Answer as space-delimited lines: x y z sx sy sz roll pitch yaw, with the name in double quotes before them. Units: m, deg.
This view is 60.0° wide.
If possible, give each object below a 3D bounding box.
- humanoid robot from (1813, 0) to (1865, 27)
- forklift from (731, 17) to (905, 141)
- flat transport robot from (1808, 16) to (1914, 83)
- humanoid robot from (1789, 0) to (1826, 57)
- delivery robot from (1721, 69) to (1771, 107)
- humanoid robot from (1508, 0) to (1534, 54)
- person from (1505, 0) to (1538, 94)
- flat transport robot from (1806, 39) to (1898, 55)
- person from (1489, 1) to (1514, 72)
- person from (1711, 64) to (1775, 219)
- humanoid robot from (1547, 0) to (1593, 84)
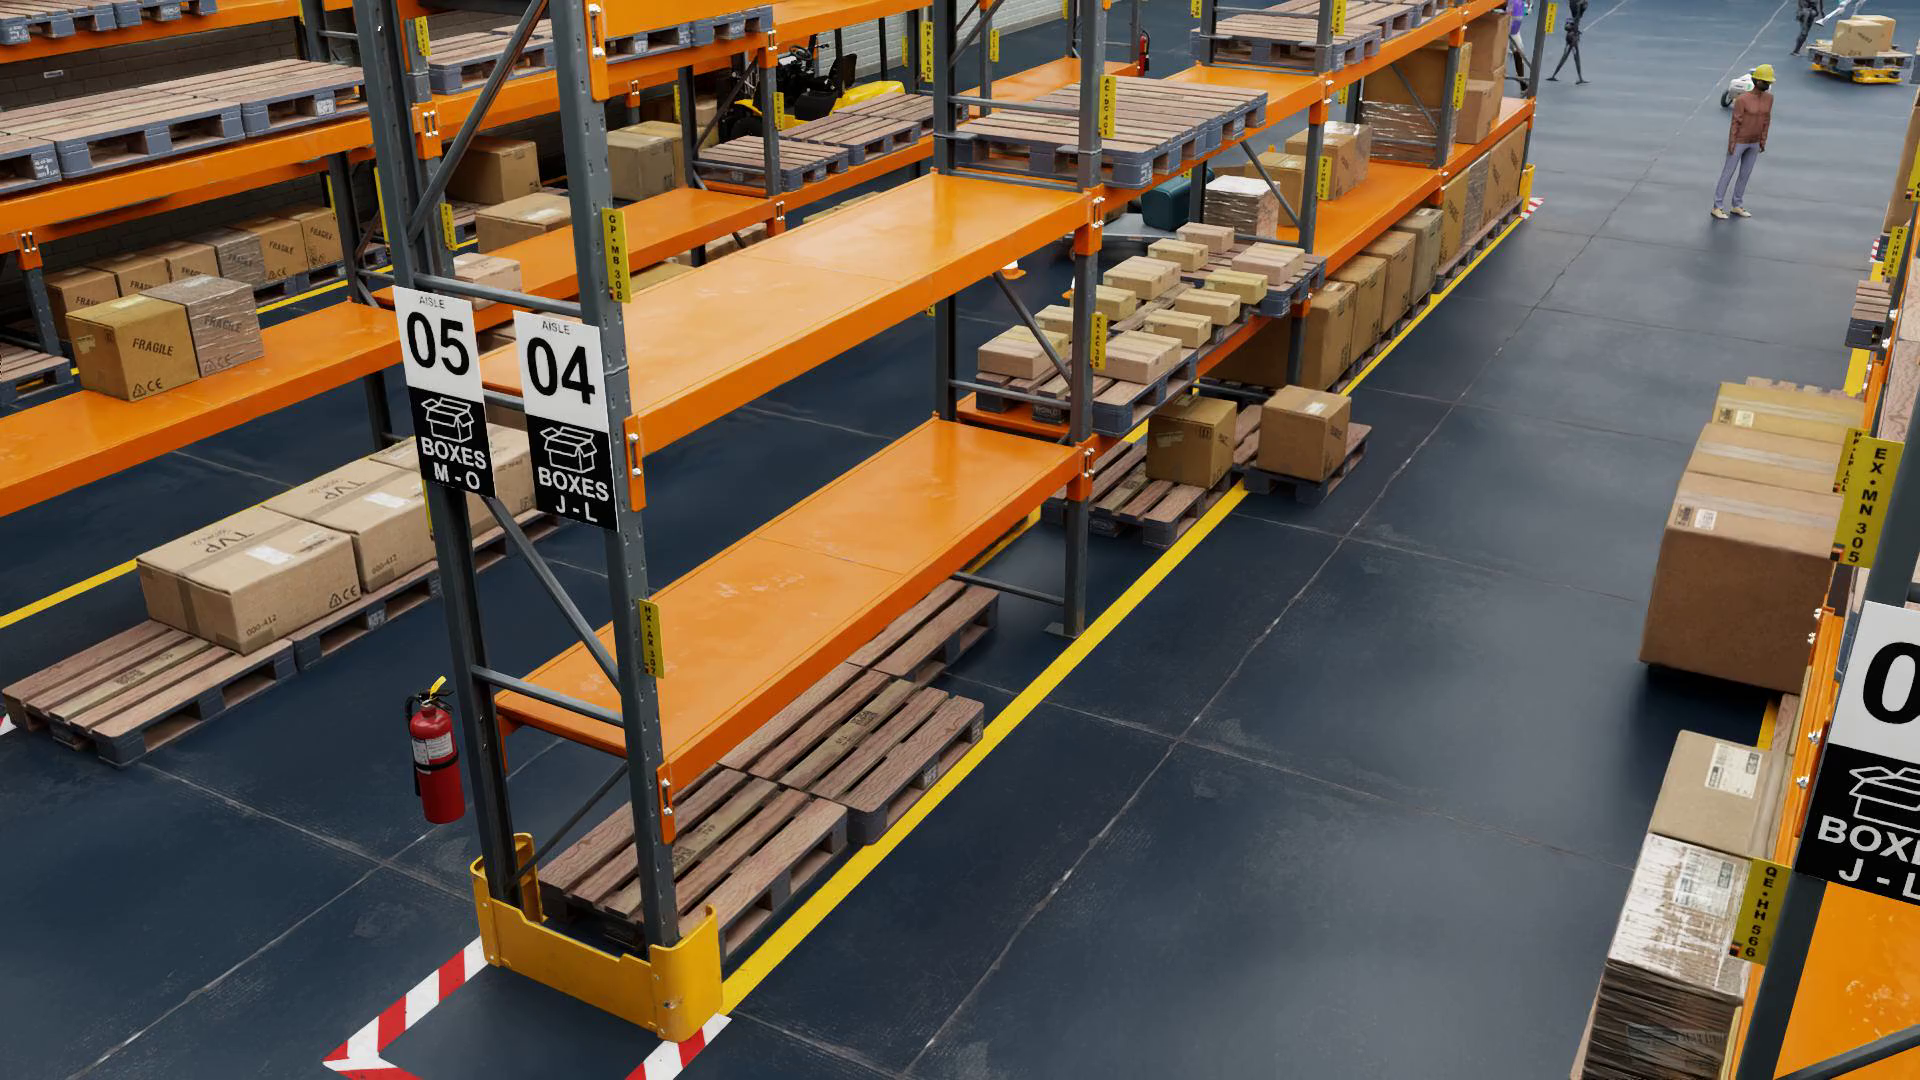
"humanoid robot" 16.914 -10.592 31.686 1.030 1.716 0.539 0 26 1
"forklift" -1.819 -5.975 21.543 2.313 2.155 1.214 14 29 26
"flat transport robot" 14.801 -7.759 27.465 0.659 0.231 1.431 -3 26 -7
"humanoid robot" 14.798 -9.270 29.010 0.589 1.666 0.395 -10 27 -20
"delivery robot" 11.945 -6.803 25.170 0.785 0.614 0.525 -20 32 -35
"humanoid robot" 9.729 -9.402 29.108 0.543 1.728 0.694 -4 26 -8
"person" 8.624 -7.952 25.972 0.614 1.907 1.007 -16 30 -30
"flat transport robot" 15.669 -8.590 29.192 1.431 0.231 0.659 10 27 20
"person" 7.594 -6.889 23.774 0.465 1.911 0.620 -18 31 -33
"person" 9.066 -4.576 19.139 0.521 1.761 0.341 -8 27 -16
"humanoid robot" 9.943 -8.206 26.813 0.713 1.631 0.608 9 27 17
